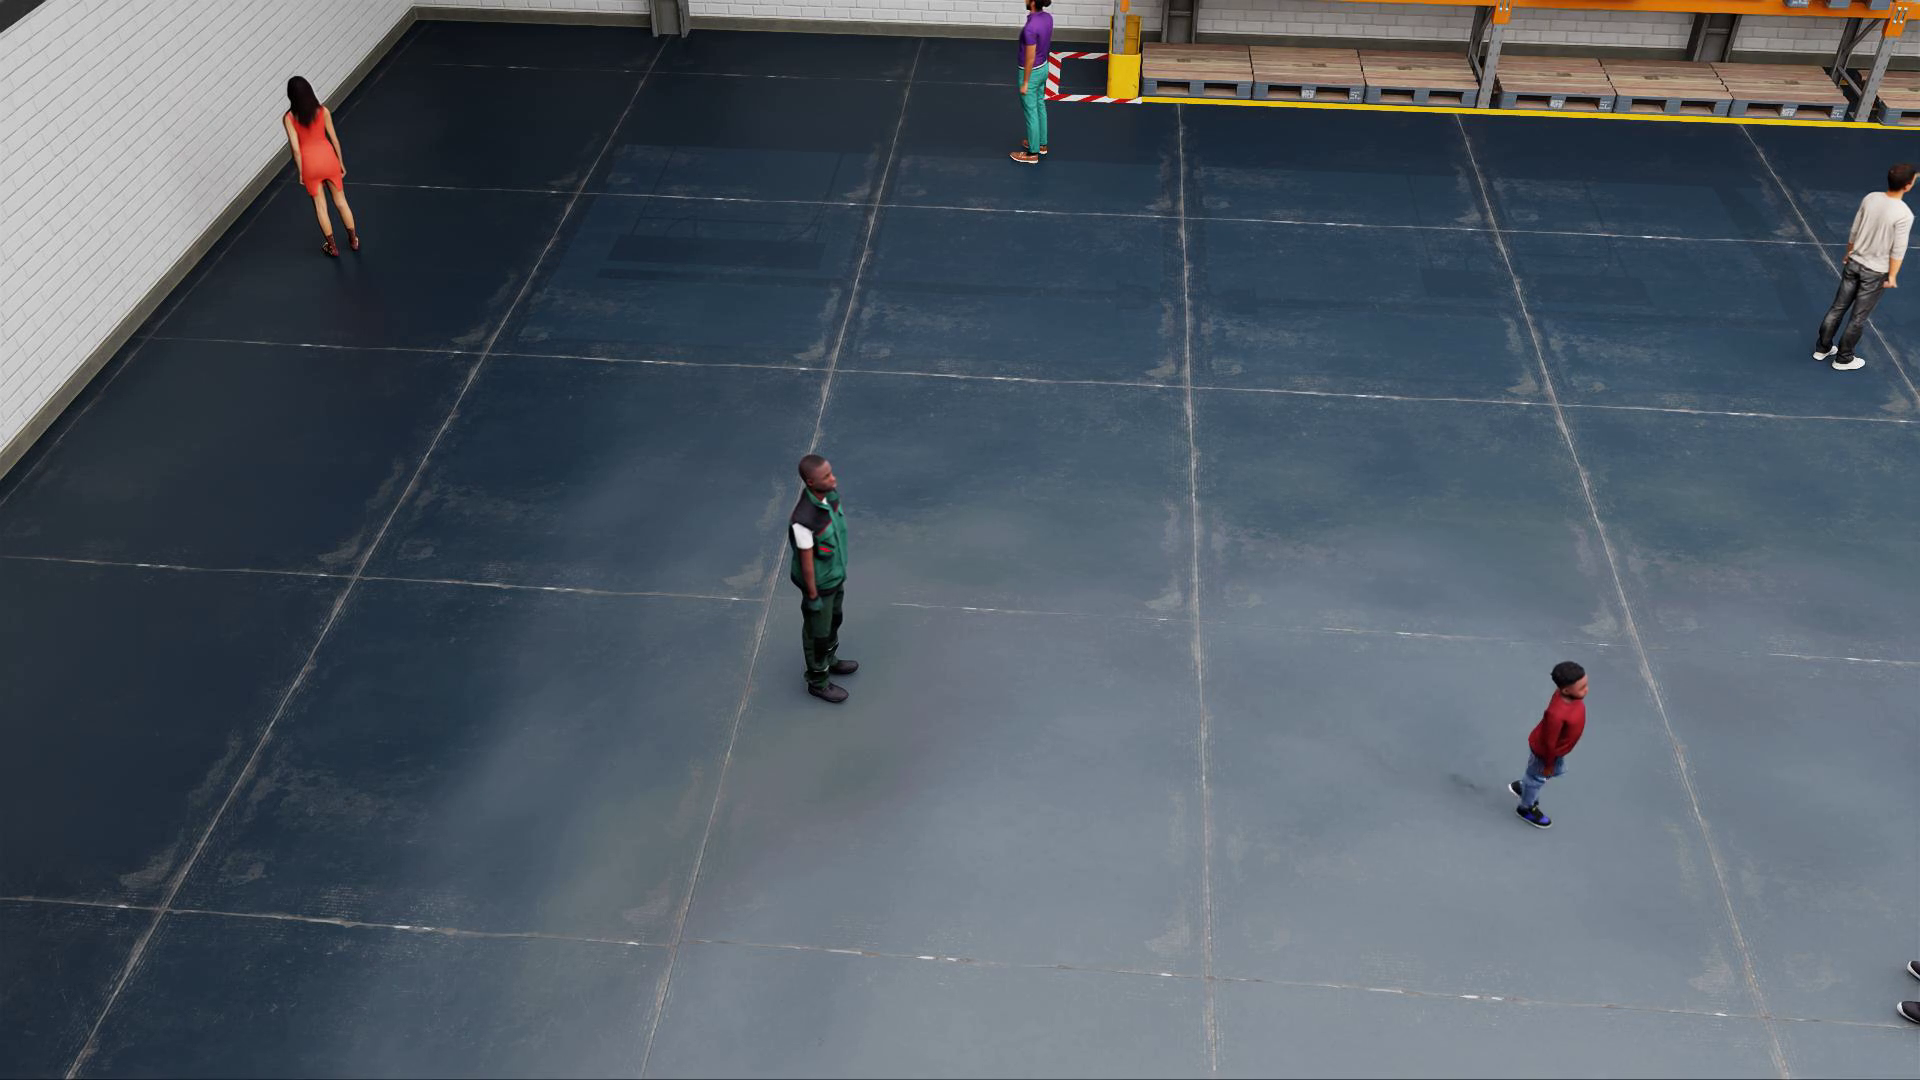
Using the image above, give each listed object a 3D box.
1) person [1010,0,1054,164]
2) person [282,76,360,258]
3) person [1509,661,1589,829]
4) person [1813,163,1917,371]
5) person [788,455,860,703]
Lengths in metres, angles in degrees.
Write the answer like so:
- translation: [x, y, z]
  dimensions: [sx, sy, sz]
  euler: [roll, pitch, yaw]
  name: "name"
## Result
- translation: [0.749, -4.675, 16.687]
  dimensions: [0.685, 1.768, 0.702]
  euler: [16, 41, 19]
  name: "person"
- translation: [-5.828, -3.397, 15.127]
  dimensions: [0.640, 1.718, 0.723]
  euler: [-23, 44, -26]
  name: "person"
- translation: [3.418, 1.172, 9.781]
  dimensions: [0.639, 1.250, 0.606]
  euler: [21, 43, 24]
  name: "person"
- translation: [7.427, -2.239, 13.602]
  dimensions: [0.733, 1.812, 0.736]
  euler: [-17, 42, -20]
  name: "person"
- translation: [-0.884, 0.218, 10.503]
  dimensions: [0.634, 1.840, 0.709]
  euler: [8, 39, 9]
  name: "person"
